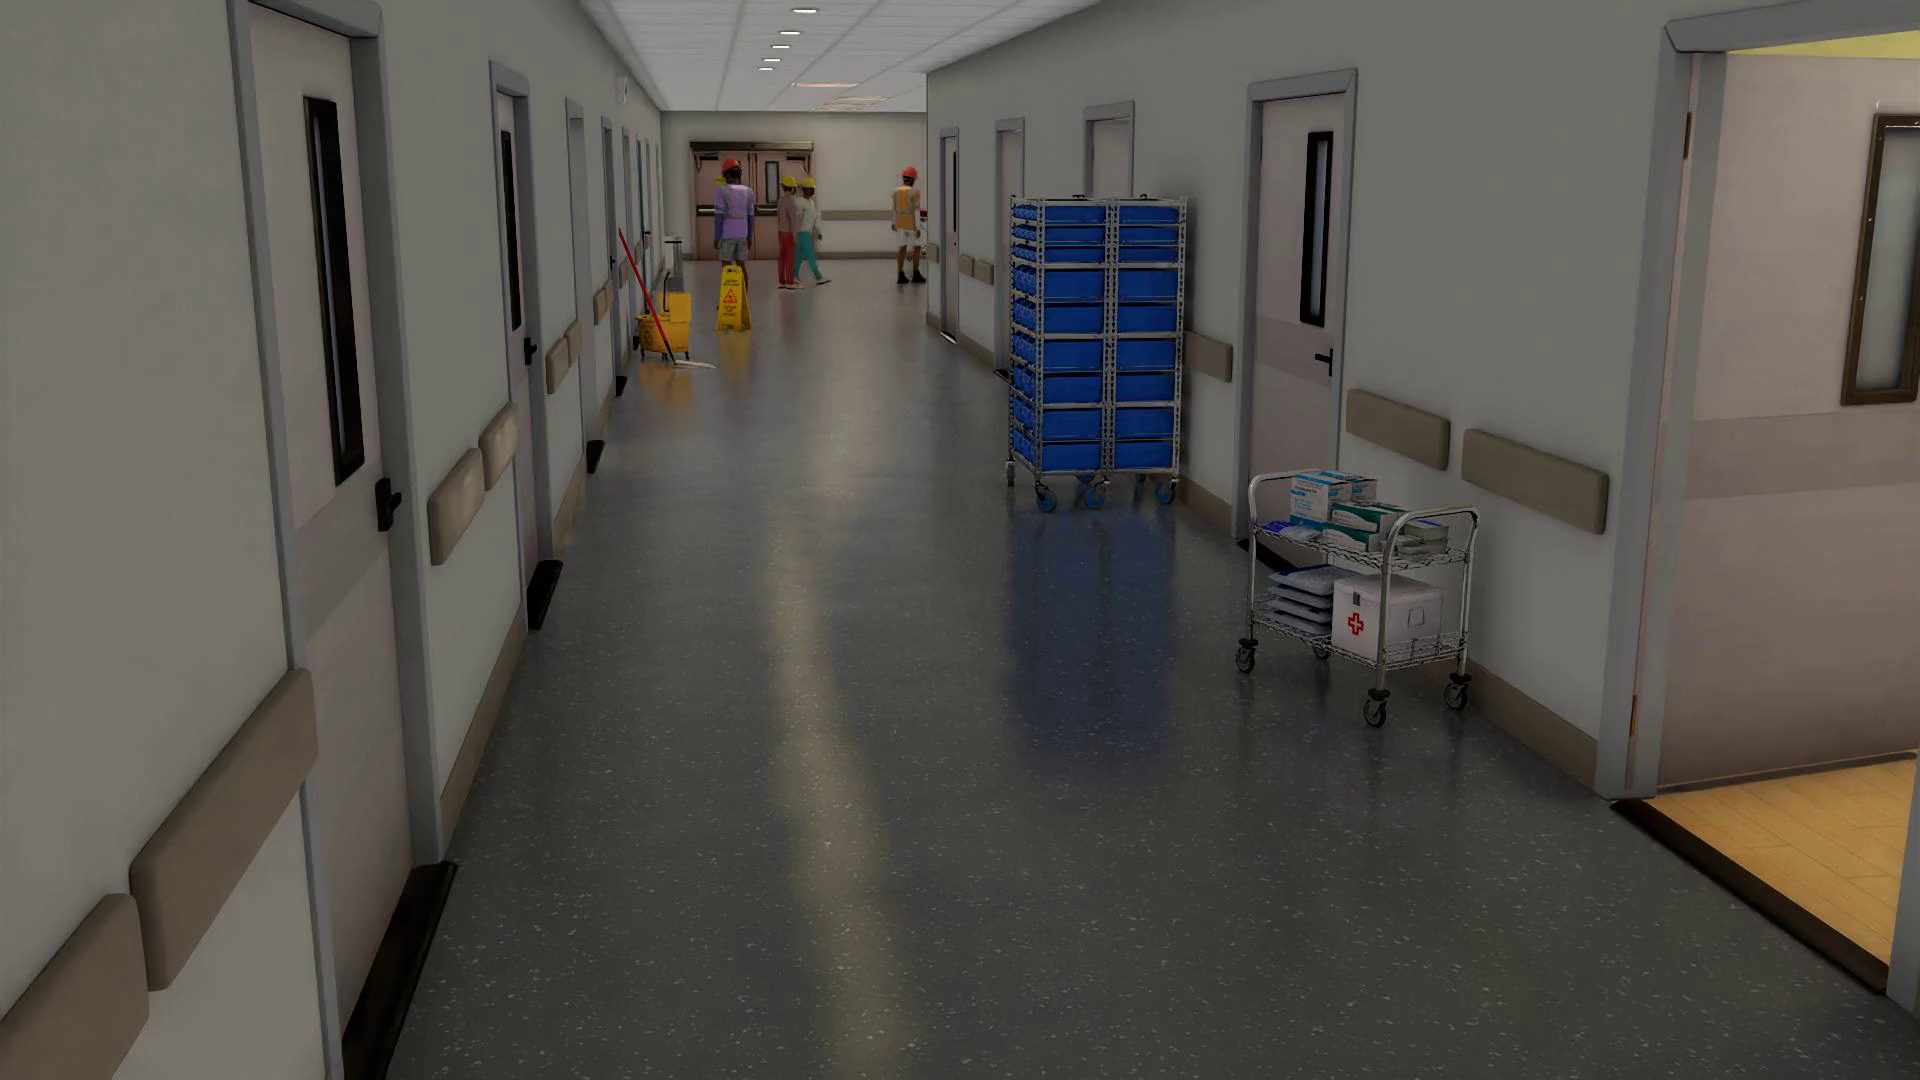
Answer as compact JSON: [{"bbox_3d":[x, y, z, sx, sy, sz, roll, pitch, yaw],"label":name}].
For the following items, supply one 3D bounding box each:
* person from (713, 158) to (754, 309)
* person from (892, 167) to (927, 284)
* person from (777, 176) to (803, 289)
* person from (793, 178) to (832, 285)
[{"bbox_3d":[-3.085,-4.149,22.601,0.620,2.030,0.404,-12,17,-42],"label":"person"},{"bbox_3d":[-0.838,-5.218,27.614,0.587,1.904,0.616,8,15,31],"label":"person"},{"bbox_3d":[-2.707,-4.856,26.328,0.331,1.768,0.526,-8,15,-32],"label":"person"},{"bbox_3d":[-2.436,-5.028,27.188,0.887,1.724,0.559,4,13,18],"label":"person"}]
